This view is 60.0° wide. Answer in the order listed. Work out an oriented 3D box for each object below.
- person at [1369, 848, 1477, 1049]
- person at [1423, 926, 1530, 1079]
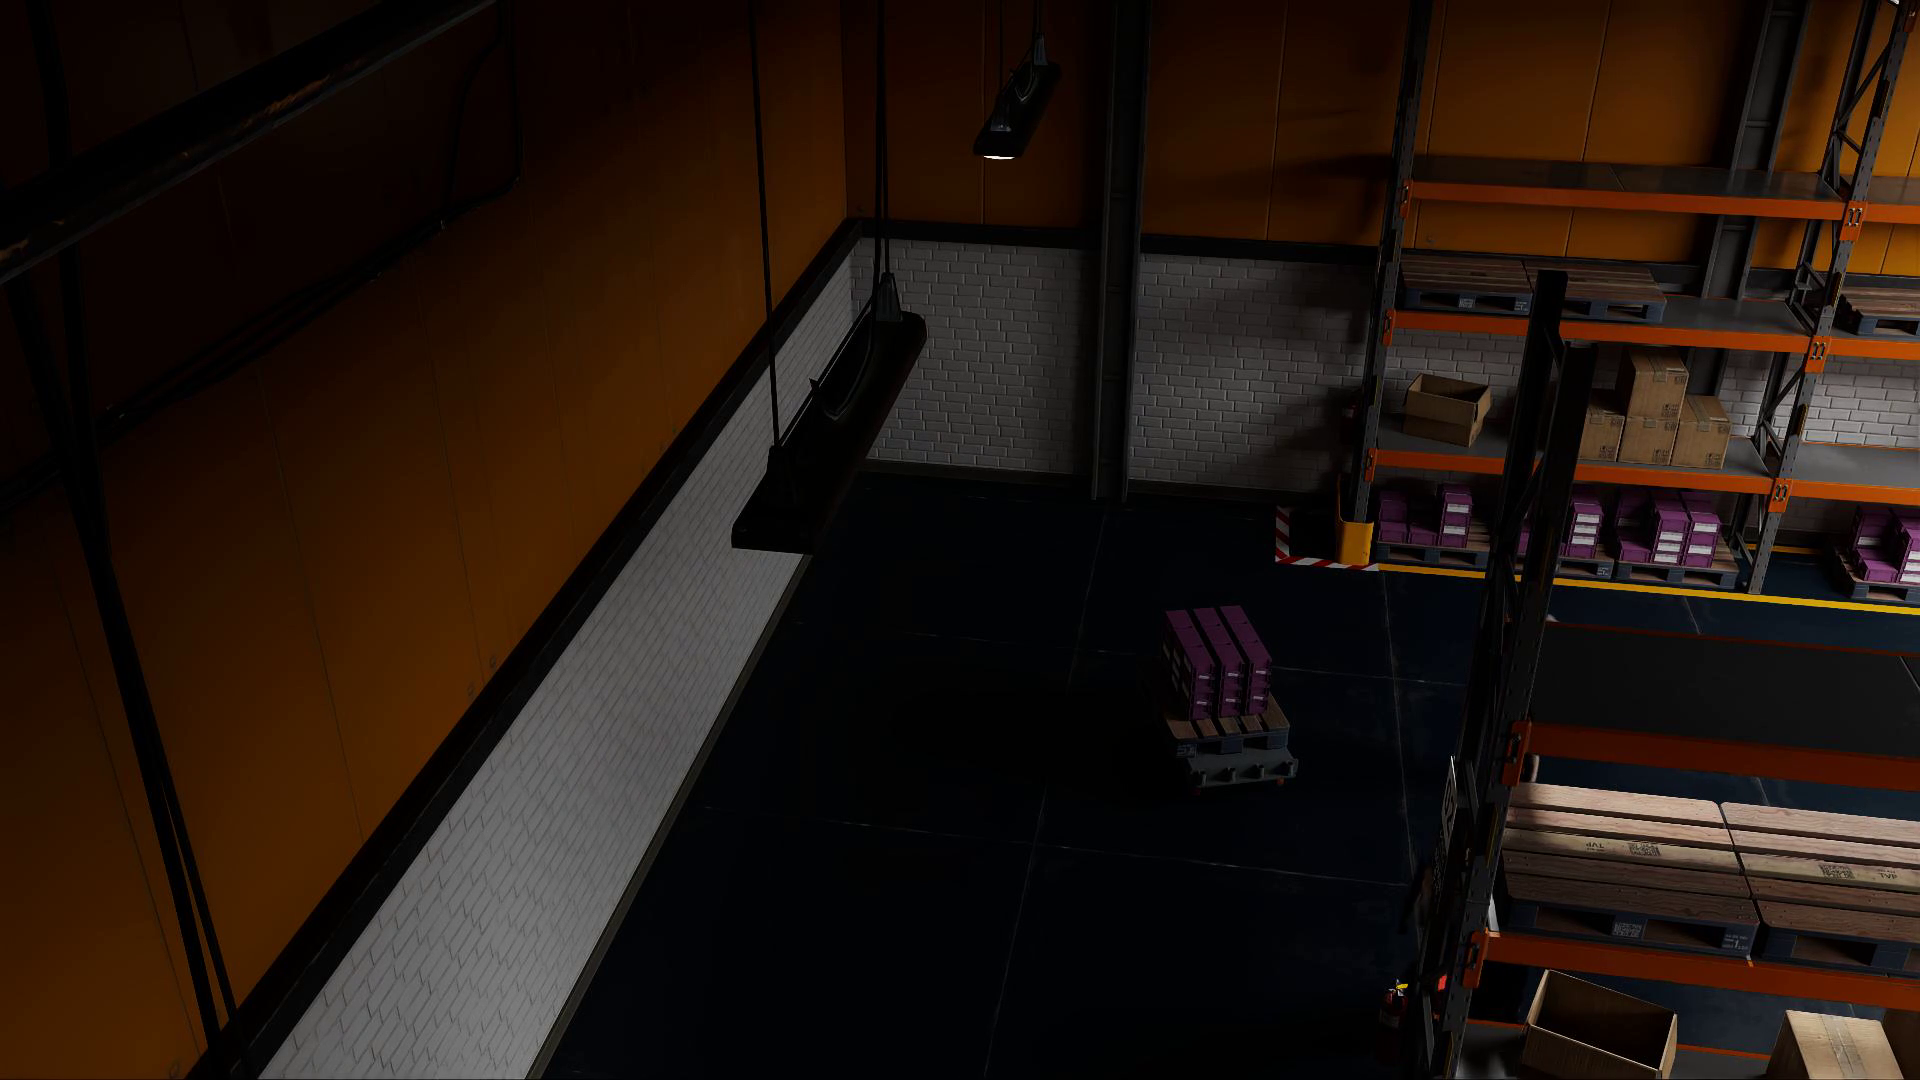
[{"bbox_3d":[3.314,2.664,11.288,1.295,1.756,1.139,-12,31,-20],"label":"person"},{"bbox_3d":[3.556,2.867,10.791,1.214,1.875,0.775,2,29,5],"label":"person"}]
